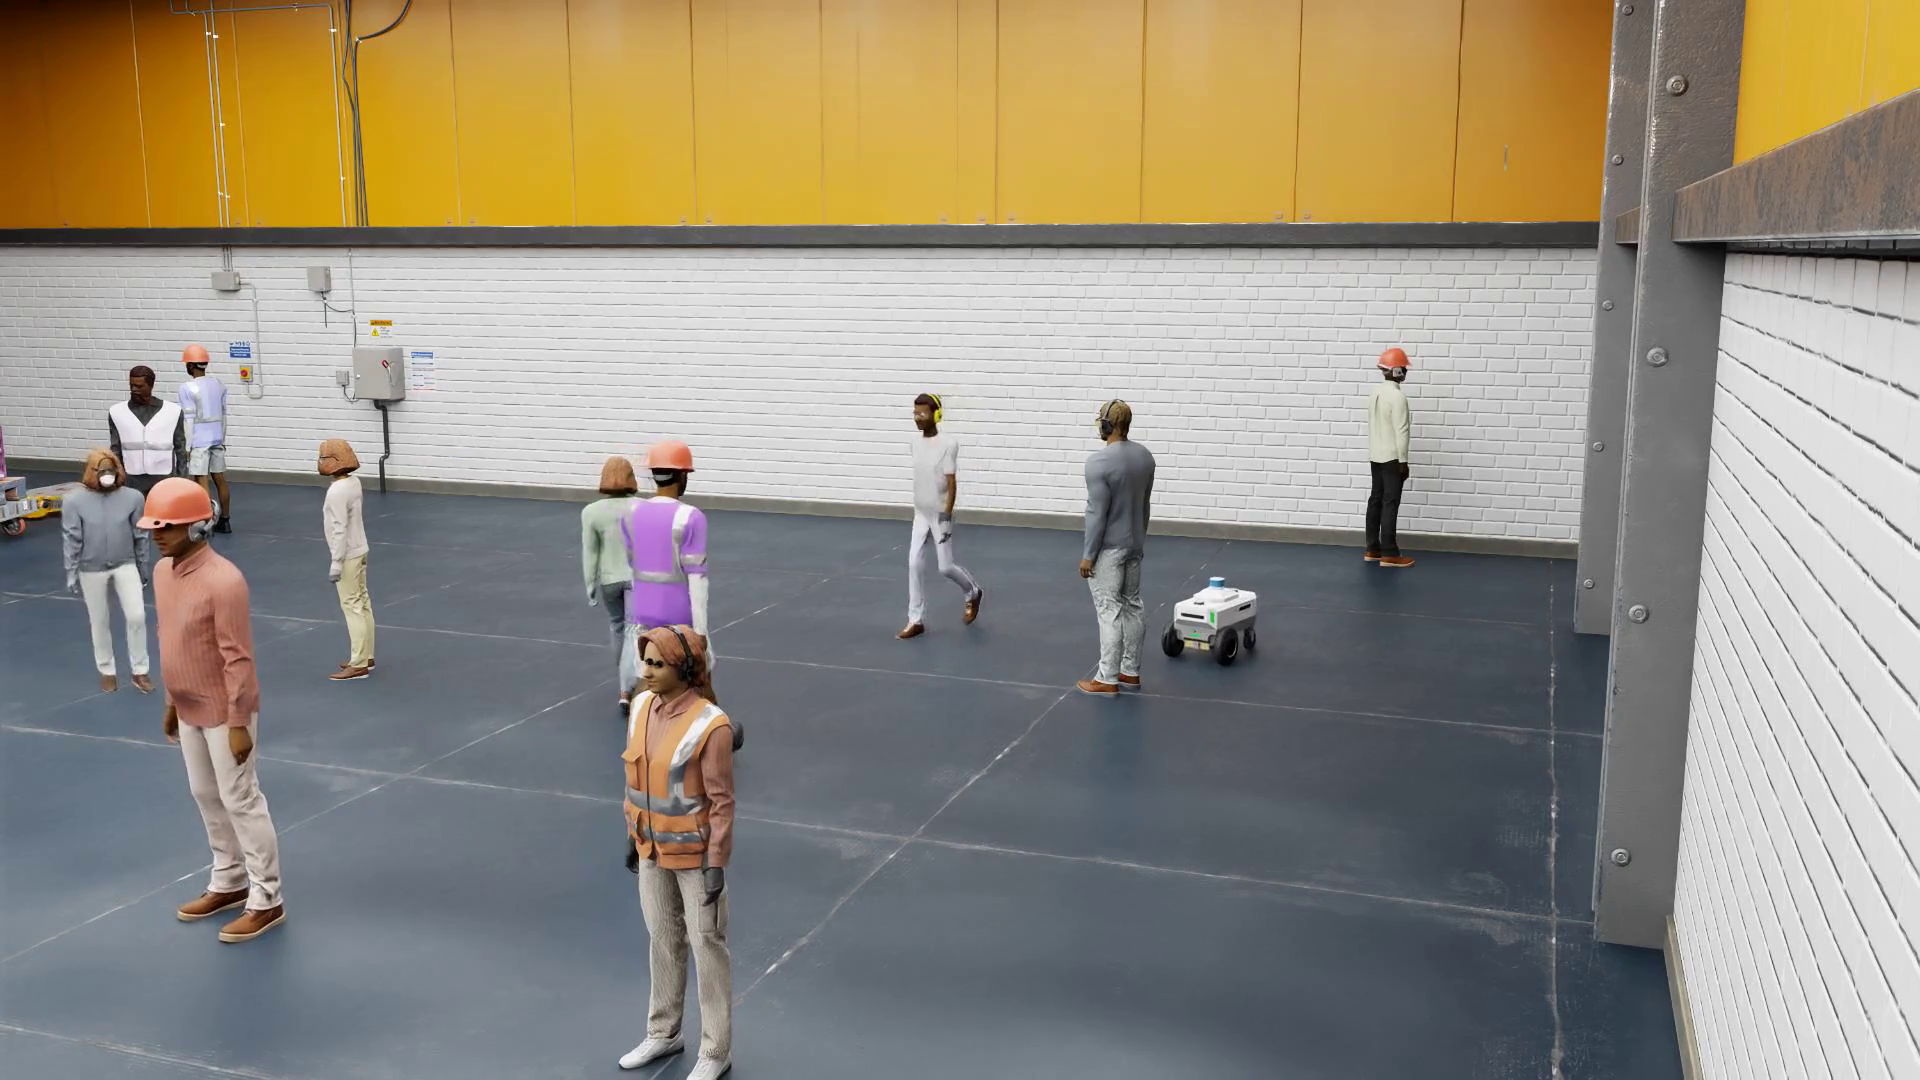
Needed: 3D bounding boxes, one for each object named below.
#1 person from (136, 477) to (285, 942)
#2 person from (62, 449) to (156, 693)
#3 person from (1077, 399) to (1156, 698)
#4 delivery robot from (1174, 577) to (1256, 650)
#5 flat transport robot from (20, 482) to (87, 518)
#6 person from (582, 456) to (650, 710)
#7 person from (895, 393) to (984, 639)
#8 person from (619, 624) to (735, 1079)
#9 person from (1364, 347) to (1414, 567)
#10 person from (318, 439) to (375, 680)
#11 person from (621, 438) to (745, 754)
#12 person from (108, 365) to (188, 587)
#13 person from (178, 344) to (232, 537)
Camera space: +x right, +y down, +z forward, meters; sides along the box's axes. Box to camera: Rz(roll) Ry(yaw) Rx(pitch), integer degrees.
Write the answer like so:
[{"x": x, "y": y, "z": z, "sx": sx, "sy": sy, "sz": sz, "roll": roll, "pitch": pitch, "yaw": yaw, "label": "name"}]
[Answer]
[{"x": -3.184, "y": 0.712, "z": 7.011, "sx": 0.624, "sy": 1.980, "sz": 0.443, "roll": 8, "pitch": 13, "yaw": 38, "label": "person"}, {"x": -5.519, "y": 0.220, "z": 10.797, "sx": 0.519, "sy": 1.614, "sz": 0.602, "roll": -7, "pitch": 12, "yaw": -33, "label": "person"}, {"x": 1.003, "y": 0.054, "z": 10.807, "sx": 0.372, "sy": 1.940, "sz": 0.629, "roll": 9, "pitch": 13, "yaw": 41, "label": "person"}, {"x": 1.828, "y": 0.510, "z": 11.868, "sx": 0.477, "sy": 0.478, "sz": 0.707, "roll": 7, "pitch": 12, "yaw": 36, "label": "delivery robot"}, {"x": -9.972, "y": -0.457, "z": 18.377, "sx": 0.652, "sy": 0.197, "sz": 1.431, "roll": 3, "pitch": 11, "yaw": 17, "label": "flat transport robot"}, {"x": -2.149, "y": 0.262, "z": 10.605, "sx": 0.494, "sy": 1.595, "sz": 0.853, "roll": 0, "pitch": 10, "yaw": 0, "label": "person"}, {"x": -0.148, "y": -0.197, "z": 12.506, "sx": 0.514, "sy": 1.846, "sz": 0.783, "roll": 8, "pitch": 13, "yaw": 38, "label": "person"}, {"x": -0.980, "y": 1.093, "z": 5.795, "sx": 0.510, "sy": 1.640, "sz": 0.308, "roll": 8, "pitch": 13, "yaw": 38, "label": "person"}, {"x": 3.933, "y": -0.758, "z": 15.214, "sx": 0.375, "sy": 1.997, "sz": 0.611, "roll": -3, "pitch": 10, "yaw": -14, "label": "person"}, {"x": -4.154, "y": 0.127, "z": 11.246, "sx": 0.283, "sy": 1.634, "sz": 0.498, "roll": -1, "pitch": 10, "yaw": -4, "label": "person"}, {"x": -1.539, "y": 0.390, "z": 9.057, "sx": 0.562, "sy": 1.884, "sz": 0.954, "roll": 4, "pitch": 11, "yaw": 23, "label": "person"}, {"x": -6.891, "y": -0.532, "z": 14.168, "sx": 0.590, "sy": 1.917, "sz": 0.397, "roll": -4, "pitch": 11, "yaw": -19, "label": "person"}, {"x": -7.597, "y": -0.994, "z": 16.697, "sx": 0.349, "sy": 1.942, "sz": 0.545, "roll": 4, "pitch": 11, "yaw": 21, "label": "person"}]
